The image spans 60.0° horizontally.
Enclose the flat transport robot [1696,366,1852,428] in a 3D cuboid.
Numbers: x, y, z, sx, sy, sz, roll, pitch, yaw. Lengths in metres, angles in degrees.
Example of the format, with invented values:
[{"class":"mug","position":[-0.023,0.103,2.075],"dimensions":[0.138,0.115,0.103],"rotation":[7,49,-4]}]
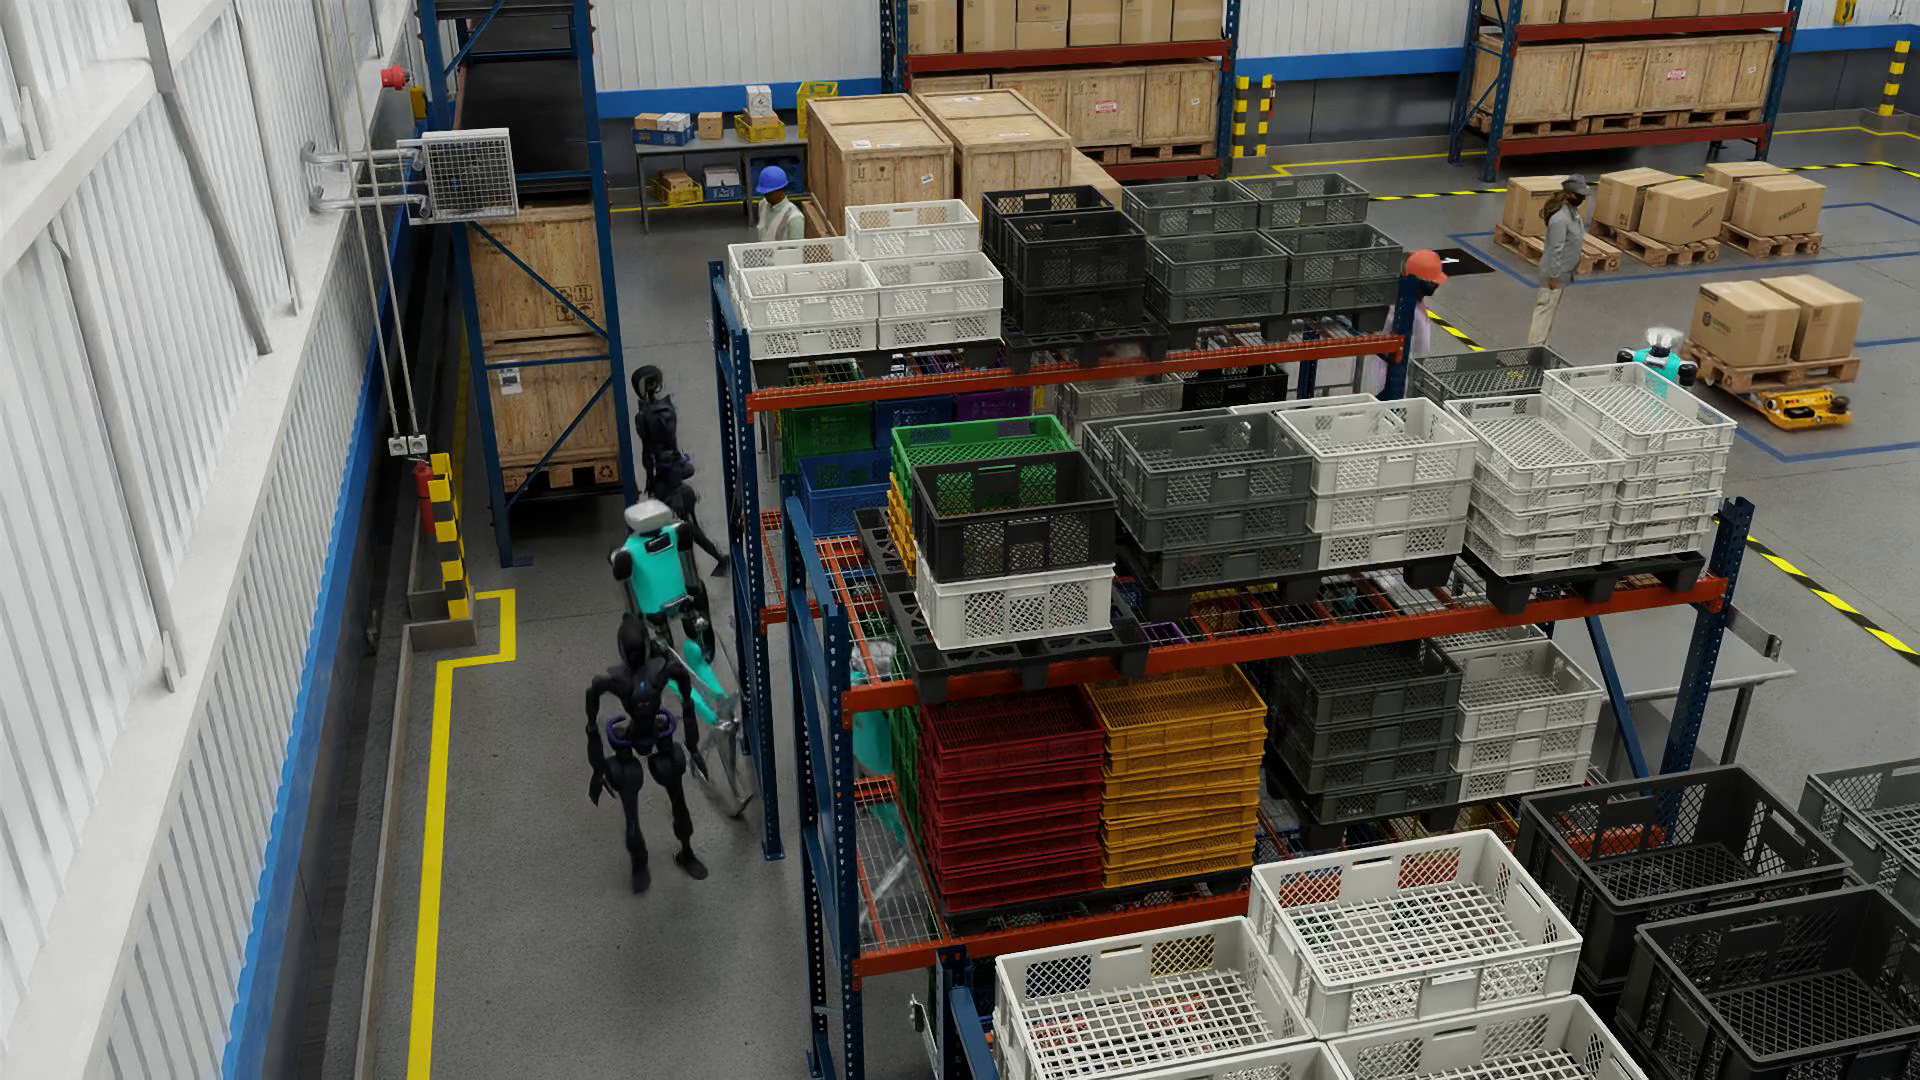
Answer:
[{"class":"flat transport robot","position":[7.080,-1.375,14.626],"dimensions":[0.652,0.197,1.431],"rotation":[-6,28,-12]}]

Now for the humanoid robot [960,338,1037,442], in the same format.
[{"class":"humanoid robot","position":[0.299,-0.503,11.318],"dimensions":[0.532,1.693,0.731],"rotation":[-4,28,-7]}]

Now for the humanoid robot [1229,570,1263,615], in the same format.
[{"class":"humanoid robot","position":[1.903,-0.118,10.765],"dimensions":[0.348,1.643,0.613],"rotation":[-9,29,-17]}]

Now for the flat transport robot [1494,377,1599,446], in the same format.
[{"class":"flat transport robot","position":[4.780,-1.036,14.013],"dimensions":[0.659,0.231,1.431],"rotation":[-6,28,-12]}]

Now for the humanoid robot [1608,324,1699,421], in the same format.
[{"class":"humanoid robot","position":[4.880,-0.779,11.808],"dimensions":[0.533,1.675,0.735],"rotation":[16,32,28]}]

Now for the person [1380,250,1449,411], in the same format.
[{"class":"person","position":[3.334,-1.198,12.428],"dimensions":[0.456,2.031,0.640],"rotation":[10,30,19]}]

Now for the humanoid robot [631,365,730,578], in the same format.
[{"class":"humanoid robot","position":[-1.948,-0.419,11.407],"dimensions":[0.755,1.642,0.612],"rotation":[-17,32,-29]}]

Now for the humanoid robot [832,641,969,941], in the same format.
[{"class":"humanoid robot","position":[-0.206,1.206,8.208],"dimensions":[1.036,1.753,0.537],"rotation":[-21,35,-35]}]

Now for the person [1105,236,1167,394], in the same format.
[{"class":"person","position":[1.468,-1.659,13.545],"dimensions":[0.630,1.806,0.465],"rotation":[-13,31,-24]}]

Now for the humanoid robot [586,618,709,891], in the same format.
[{"class":"humanoid robot","position":[-1.602,1.090,8.464],"dimensions":[0.611,1.645,0.365],"rotation":[-11,30,-20]}]

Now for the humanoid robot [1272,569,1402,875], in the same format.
[{"class":"humanoid robot","position":[1.898,1.041,8.606],"dimensions":[0.716,1.896,0.539],"rotation":[-17,32,-29]}]

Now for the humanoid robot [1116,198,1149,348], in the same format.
[{"class":"humanoid robot","position":[1.568,-2.227,14.801],"dimensions":[0.769,1.626,0.614],"rotation":[-19,33,-32]}]

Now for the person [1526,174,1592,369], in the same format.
[{"class":"person","position":[5.404,-2.448,15.081],"dimensions":[0.395,1.767,0.574],"rotation":[15,31,26]}]

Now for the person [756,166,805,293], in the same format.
[{"class":"person","position":[-1.595,-2.369,14.759],"dimensions":[0.411,1.935,0.605],"rotation":[-20,34,-33]}]

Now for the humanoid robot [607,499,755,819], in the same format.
[{"class":"humanoid robot","position":[-1.395,0.708,9.145],"dimensions":[1.020,1.750,0.548],"rotation":[24,36,37]}]

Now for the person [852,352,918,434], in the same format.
[{"class":"person","position":[-0.543,-0.777,11.790],"dimensions":[0.573,1.883,0.355],"rotation":[-24,36,-38]}]
